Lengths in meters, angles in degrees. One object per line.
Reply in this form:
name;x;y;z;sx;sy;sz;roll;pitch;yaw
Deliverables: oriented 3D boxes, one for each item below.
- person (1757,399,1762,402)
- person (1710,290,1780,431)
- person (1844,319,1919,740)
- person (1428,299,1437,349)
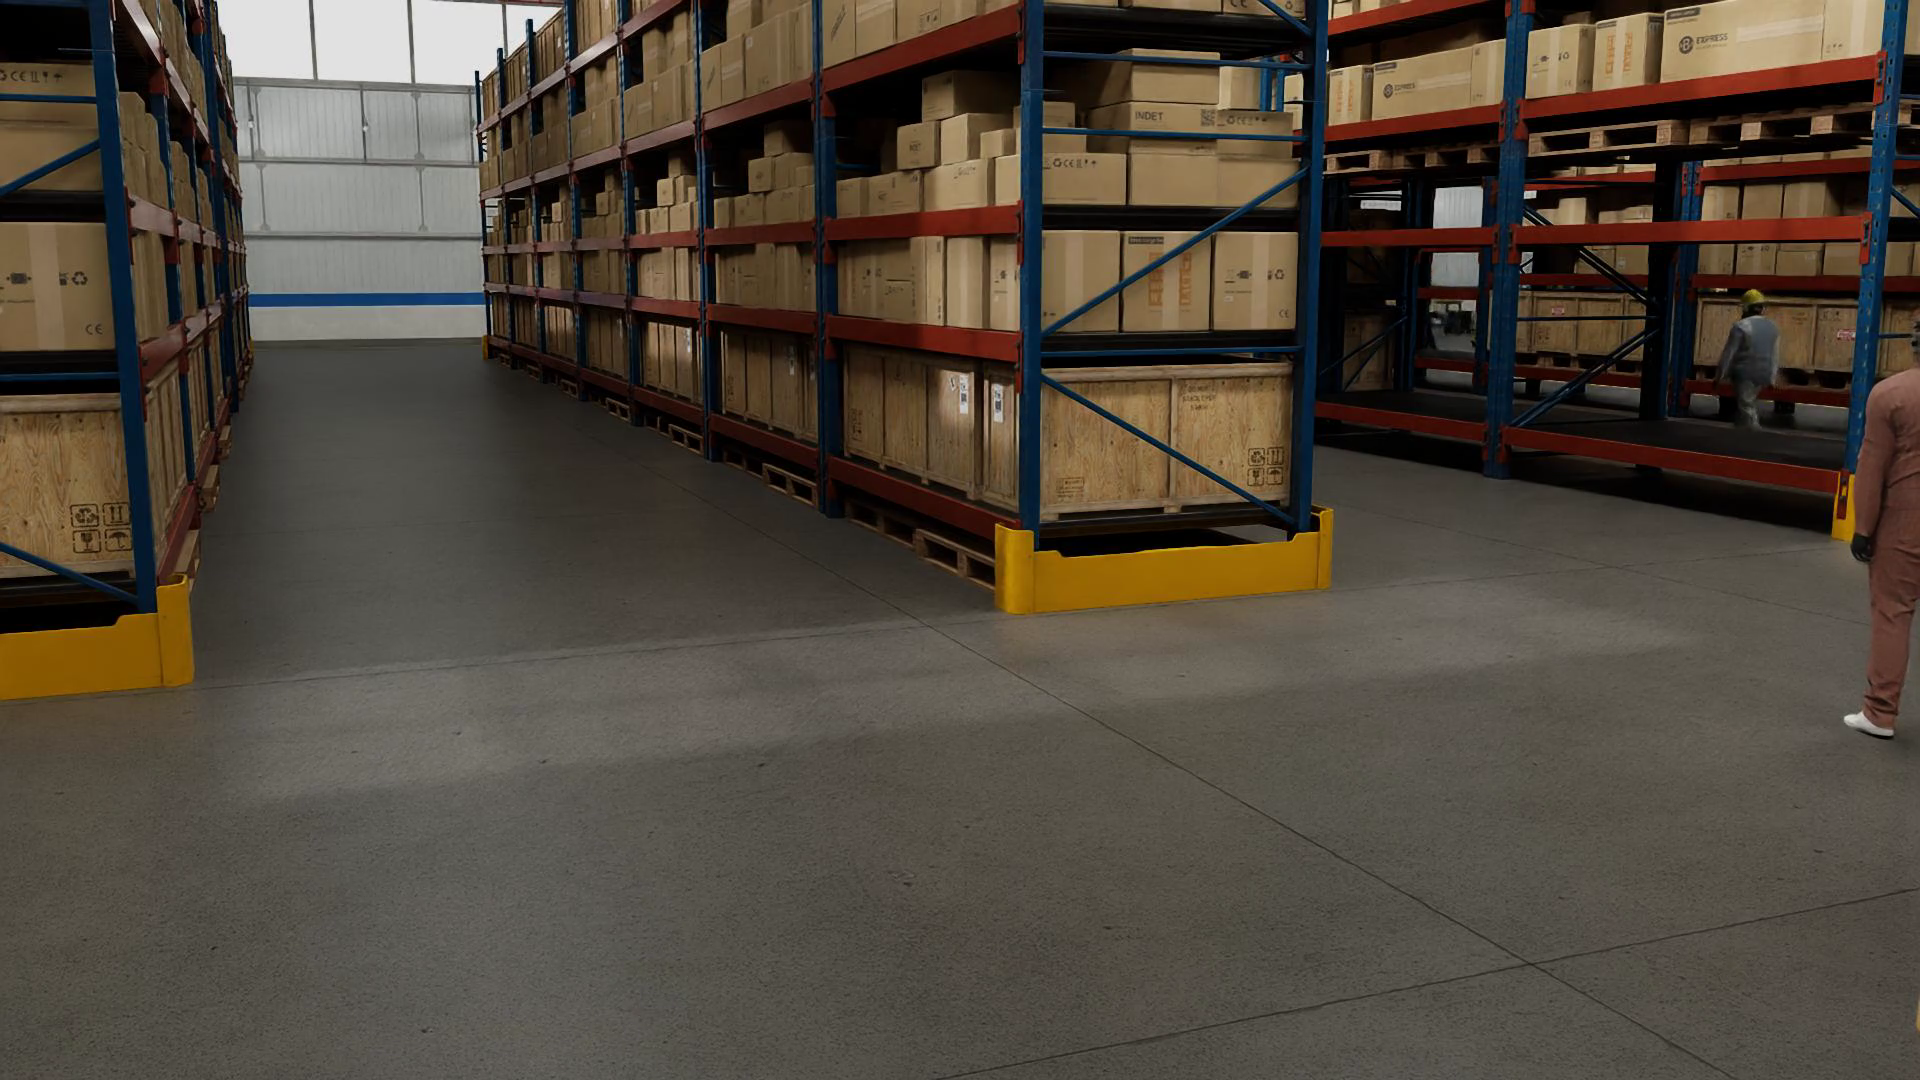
person;11.701;-2.887;24.595;0.541;1.722;0.880;-4;10;-23
person;8.169;-1.710;17.375;0.591;1.781;0.924;-4;10;-20
person;4.212;-0.073;7.255;0.642;1.899;0.397;0;9;2
person;10.406;-5.158;37.547;0.953;1.936;0.631;8;13;41
